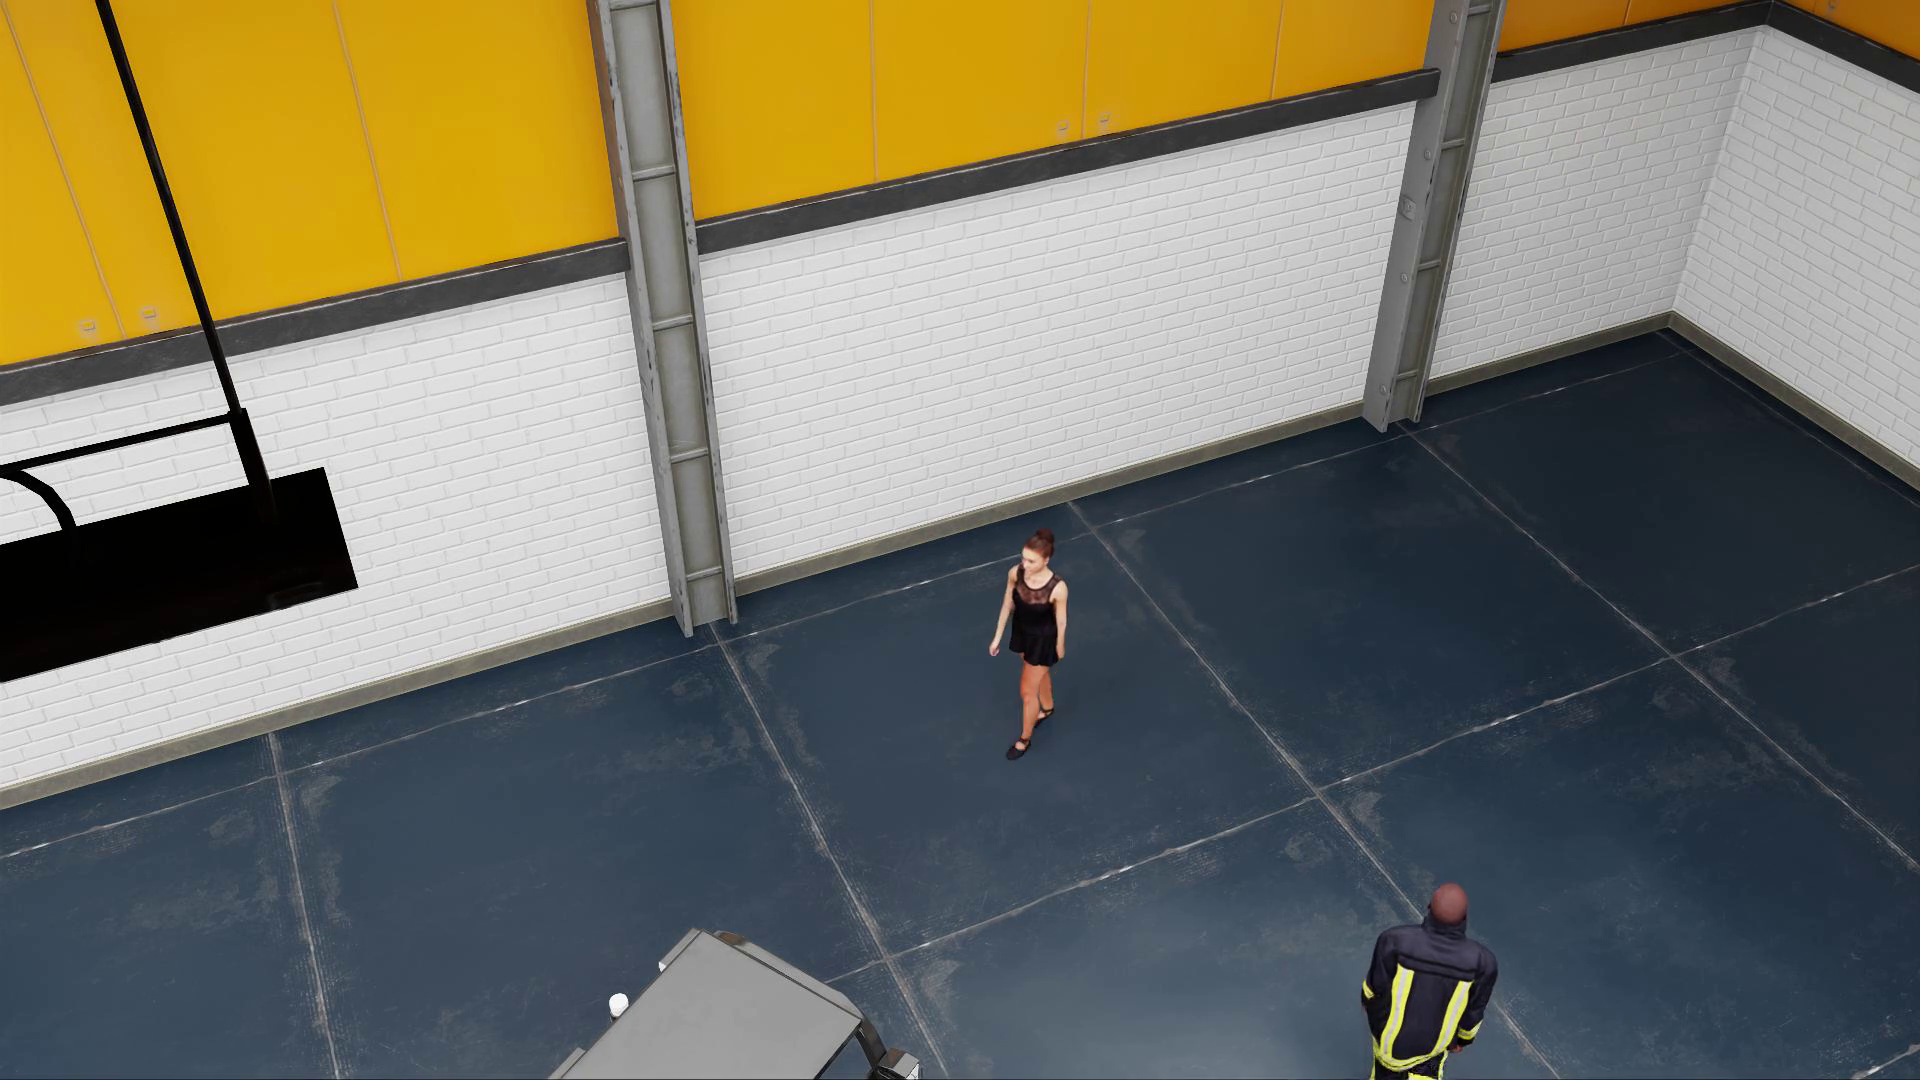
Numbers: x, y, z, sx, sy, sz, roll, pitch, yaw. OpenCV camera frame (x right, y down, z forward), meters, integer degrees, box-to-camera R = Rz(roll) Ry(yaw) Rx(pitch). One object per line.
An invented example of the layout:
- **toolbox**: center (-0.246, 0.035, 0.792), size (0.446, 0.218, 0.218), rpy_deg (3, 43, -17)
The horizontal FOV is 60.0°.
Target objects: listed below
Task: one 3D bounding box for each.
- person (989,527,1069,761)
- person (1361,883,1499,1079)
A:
- **person**: center (0.532, 0.575, 10.615), size (0.747, 1.656, 0.899), rpy_deg (30, 48, 32)
- **person**: center (2.268, 2.389, 8.218), size (0.887, 1.812, 0.962), rpy_deg (7, 39, 9)
